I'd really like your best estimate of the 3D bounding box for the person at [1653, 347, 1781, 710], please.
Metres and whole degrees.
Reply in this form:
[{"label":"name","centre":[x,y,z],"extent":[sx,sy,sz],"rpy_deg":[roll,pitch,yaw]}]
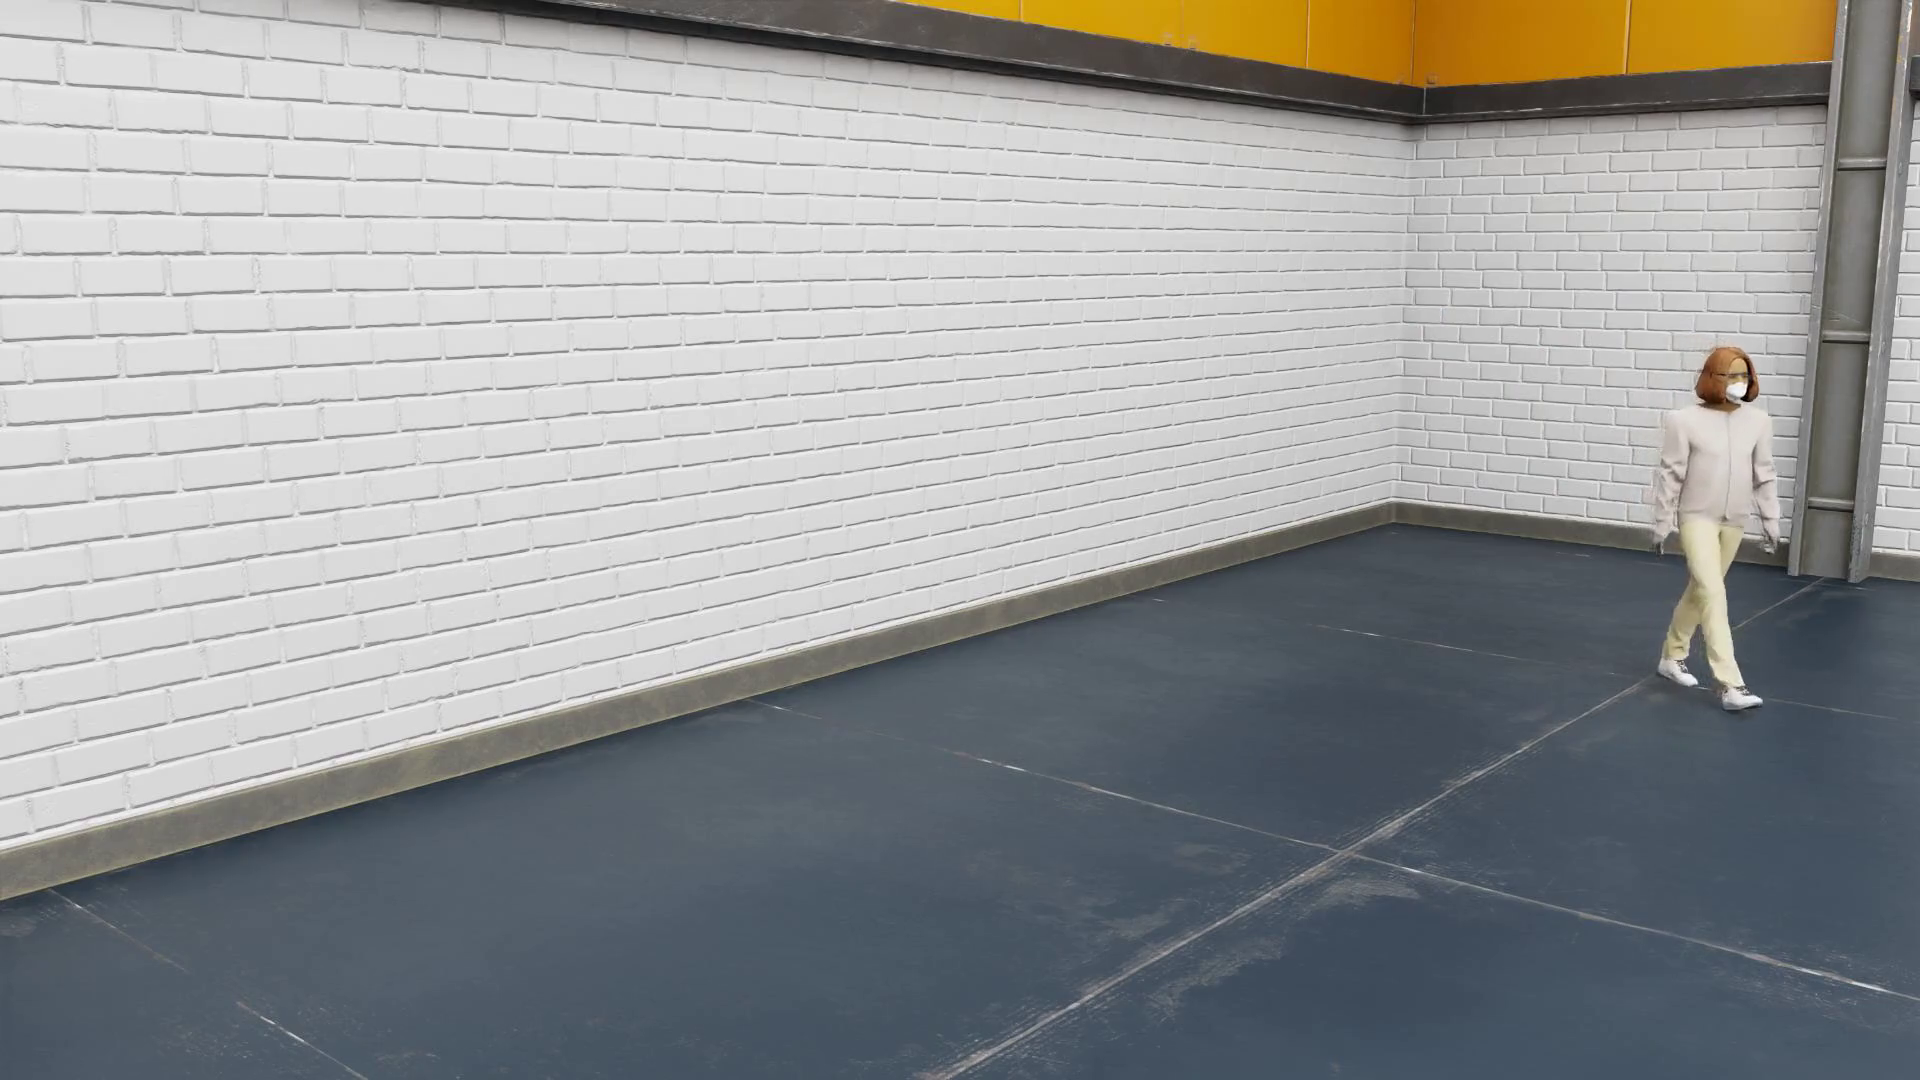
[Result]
[{"label":"person","centre":[3.399,-0.066,7.428],"extent":[0.520,1.582,0.851],"rpy_deg":[-2,10,-10]}]
